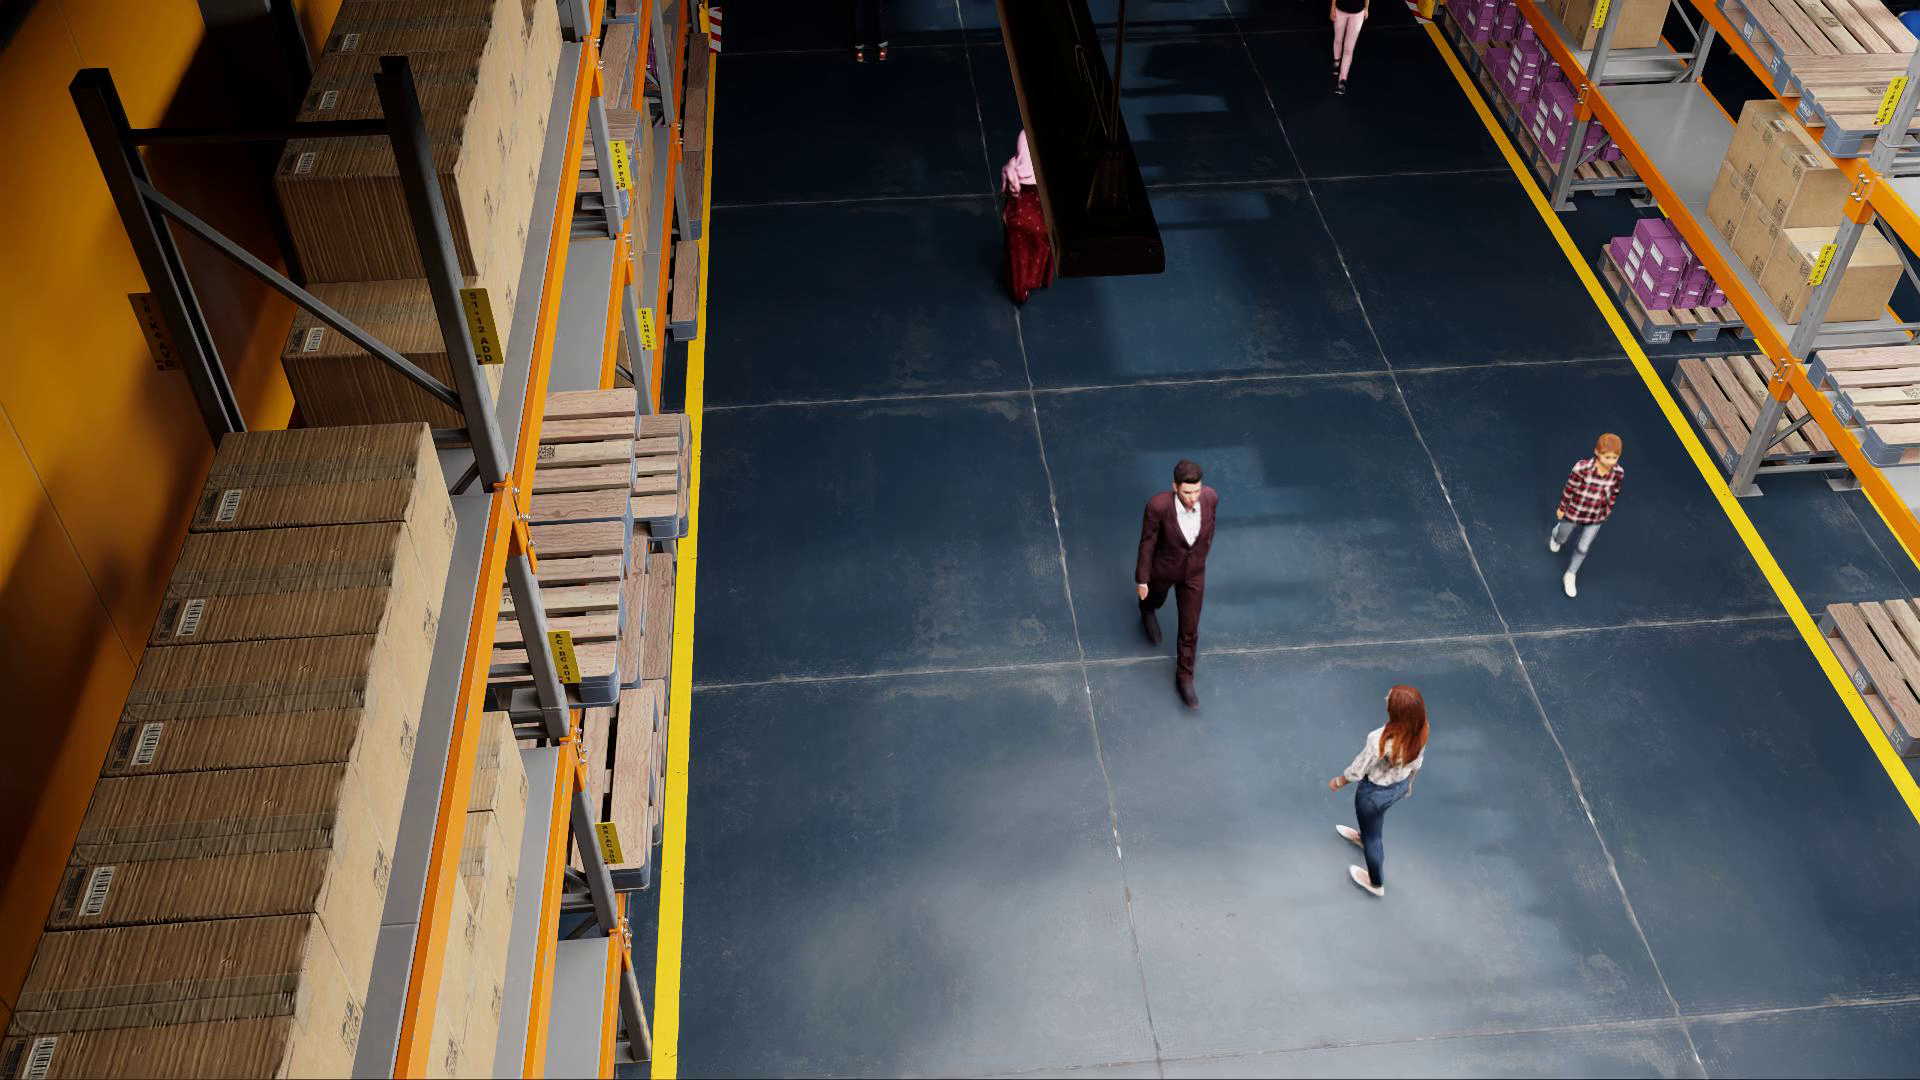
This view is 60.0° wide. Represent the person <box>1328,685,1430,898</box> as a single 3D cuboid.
[{"bbox_3d":[2.472,1.475,9.523,0.787,1.711,0.884,-23,48,-23],"label":"person"}]

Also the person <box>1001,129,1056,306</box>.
[{"bbox_3d":[0.549,-2.664,13.918,0.802,1.641,0.833,12,45,13],"label":"person"}]

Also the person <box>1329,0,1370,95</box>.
[{"bbox_3d":[3.932,-5.355,16.828,0.758,1.524,1.093,9,44,10],"label":"person"}]

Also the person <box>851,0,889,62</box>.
[{"bbox_3d":[-0.964,-5.828,17.112,0.717,1.818,0.659,-10,45,-10],"label":"person"}]

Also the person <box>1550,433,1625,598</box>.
[{"bbox_3d":[4.360,-0.248,11.634,0.651,1.294,0.858,6,44,6],"label":"person"}]

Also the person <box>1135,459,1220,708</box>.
[{"bbox_3d":[1.380,0.131,10.858,0.799,1.816,1.229,-10,45,-10],"label":"person"}]
